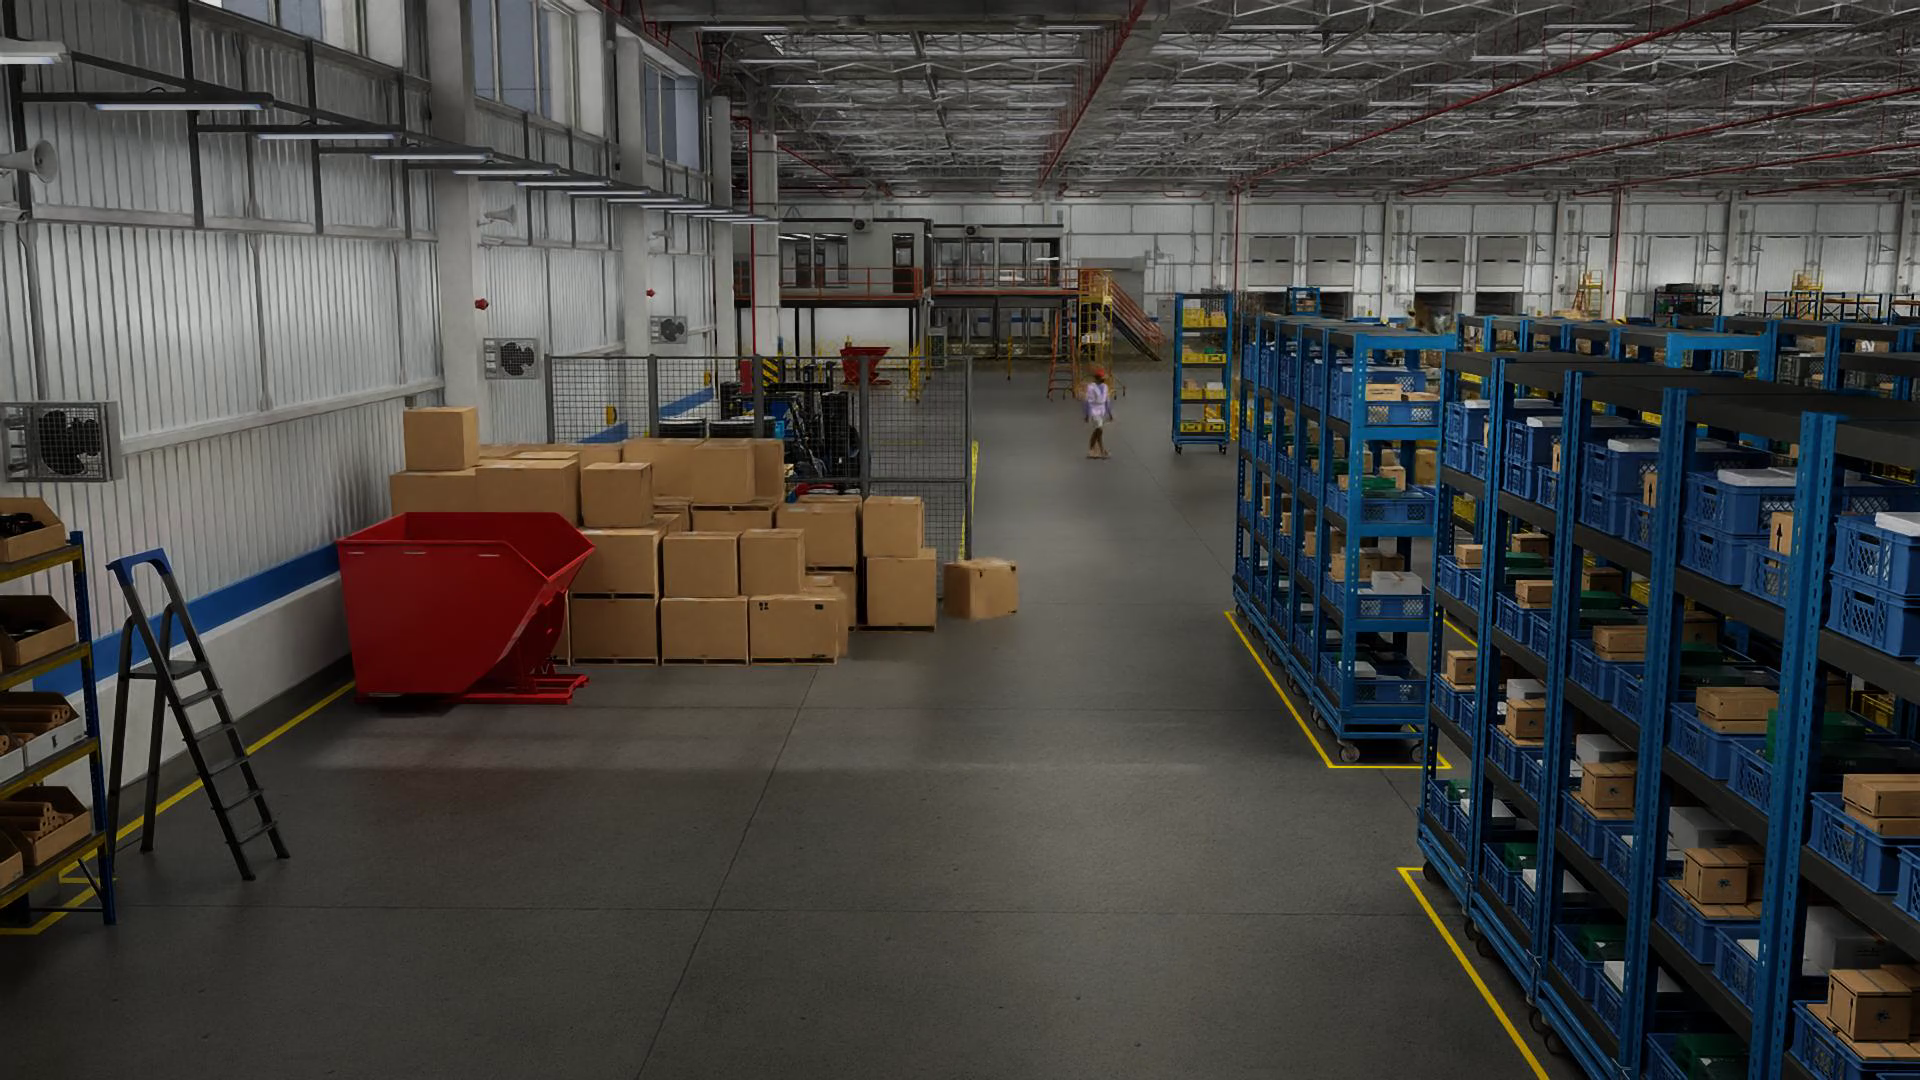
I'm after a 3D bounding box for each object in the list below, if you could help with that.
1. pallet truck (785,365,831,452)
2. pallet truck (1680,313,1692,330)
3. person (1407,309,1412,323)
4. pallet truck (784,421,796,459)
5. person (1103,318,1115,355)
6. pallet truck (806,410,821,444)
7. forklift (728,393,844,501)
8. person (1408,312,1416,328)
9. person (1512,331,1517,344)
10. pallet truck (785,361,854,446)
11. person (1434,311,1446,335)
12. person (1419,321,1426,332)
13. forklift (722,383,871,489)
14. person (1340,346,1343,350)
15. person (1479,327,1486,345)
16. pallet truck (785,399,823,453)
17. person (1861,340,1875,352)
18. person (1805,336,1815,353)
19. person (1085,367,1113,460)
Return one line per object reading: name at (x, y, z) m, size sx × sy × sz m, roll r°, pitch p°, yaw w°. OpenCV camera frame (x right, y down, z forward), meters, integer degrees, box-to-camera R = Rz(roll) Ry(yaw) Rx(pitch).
pallet truck at (-3.774, -2.976, 37.635) m, size 1.885 × 1.965 × 0.823 m, roll 1°, pitch 9°, yaw 5°
pallet truck at (36.315, -10.531, 84.244) m, size 0.823 × 1.965 × 1.885 m, roll -6°, pitch 11°, yaw -33°
person at (25.590, -12.174, 94.626) m, size 0.397 × 1.918 × 0.588 m, roll 5°, pitch 11°, yaw 30°
pallet truck at (-4.013, -1.793, 32.705) m, size 1.601 × 1.201 × 0.680 m, roll 0°, pitch 9°, yaw 1°
person at (7.257, -9.953, 81.218) m, size 0.589 × 1.826 × 1.009 m, roll -1°, pitch 9°, yaw -6°
pallet truck at (-3.559, -2.018, 33.905) m, size 1.522 × 1.261 × 0.704 m, roll 0°, pitch 9°, yaw -1°
forklift at (-2.979, -1.316, 26.476) m, size 2.680 × 1.987 × 1.157 m, roll 0°, pitch 9°, yaw 1°
person at (25.323, -11.824, 92.809) m, size 0.919 × 1.798 × 0.659 m, roll 2°, pitch 9°, yaw 13°
person at (20.017, -6.544, 59.740) m, size 0.371 × 1.966 × 0.608 m, roll -4°, pitch 10°, yaw -21°
pallet truck at (-3.410, -3.193, 38.978) m, size 1.885 × 1.965 × 0.823 m, roll 0°, pitch 9°, yaw -1°
person at (26.351, -11.629, 91.336) m, size 0.647 × 1.896 × 0.624 m, roll 4°, pitch 10°, yaw 25°
person at (21.083, -9.080, 75.851) m, size 0.809 × 1.823 × 0.513 m, roll -3°, pitch 10°, yaw -19°
forklift at (-2.893, -1.687, 28.729) m, size 2.680 × 1.987 × 1.157 m, roll 0°, pitch 9°, yaw -1°
person at (14.968, -7.393, 65.105) m, size 0.651 × 1.924 × 0.572 m, roll -2°, pitch 9°, yaw -12°
person at (24.551, -9.493, 78.025) m, size 0.373 × 1.938 × 0.627 m, roll 8°, pitch 13°, yaw 42°
pallet truck at (-3.814, -2.432, 36.419) m, size 1.630 × 1.274 × 0.653 m, roll 0°, pitch 9°, yaw 1°
person at (32.531, -6.497, 59.569) m, size 0.547 × 1.928 × 0.385 m, roll -3°, pitch 10°, yaw -19°
person at (32.002, -6.928, 62.609) m, size 0.783 × 1.833 × 0.582 m, roll -2°, pitch 10°, yaw -14°
person at (3.102, -2.726, 36.040) m, size 0.908 × 2.009 × 0.644 m, roll 9°, pitch 13°, yaw 43°
